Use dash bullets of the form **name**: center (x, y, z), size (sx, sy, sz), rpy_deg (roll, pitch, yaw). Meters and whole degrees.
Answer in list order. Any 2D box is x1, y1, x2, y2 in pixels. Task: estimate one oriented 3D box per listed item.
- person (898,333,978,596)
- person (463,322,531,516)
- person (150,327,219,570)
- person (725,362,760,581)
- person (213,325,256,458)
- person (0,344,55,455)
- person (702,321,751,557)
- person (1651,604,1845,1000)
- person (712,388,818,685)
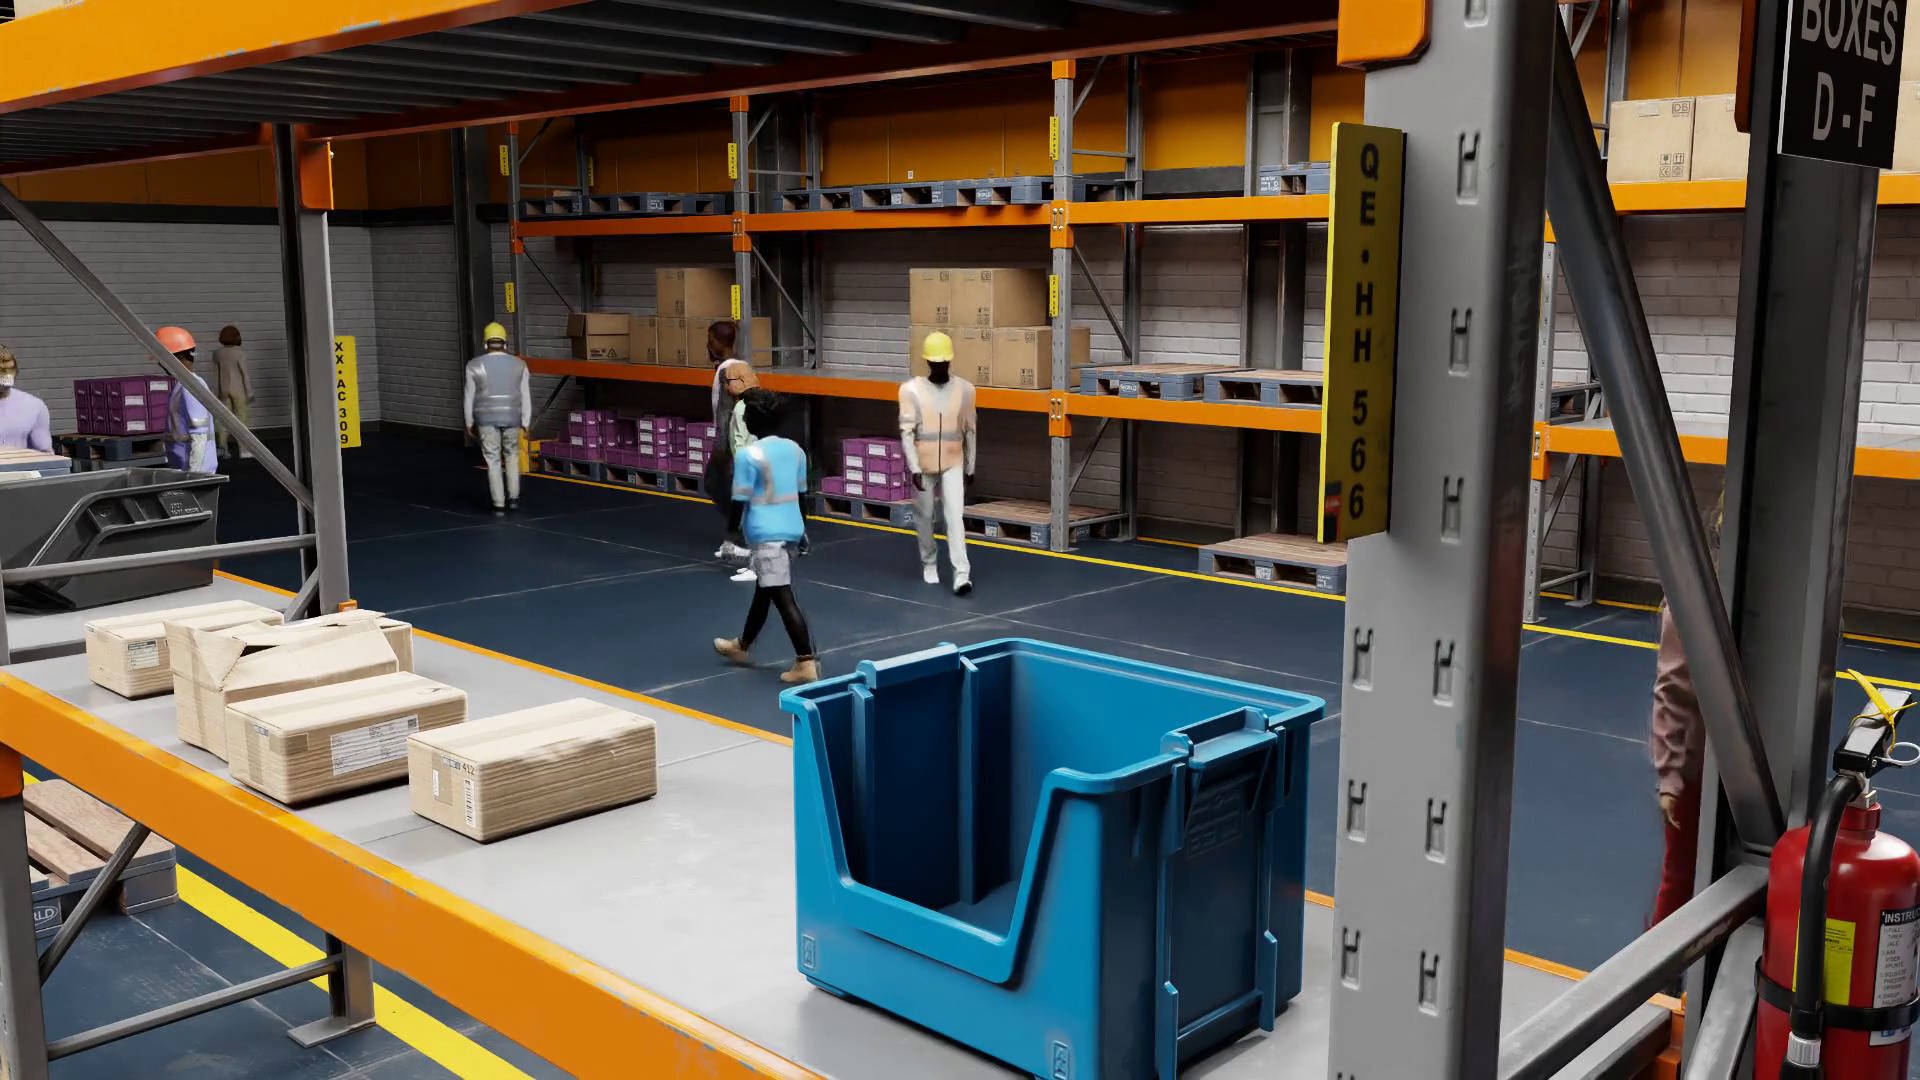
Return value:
- **person**: center (-0.149, -0.548, 11.918), size (0.582, 1.861, 1.038), rpy_deg (-1, 9, -8)
- **person**: center (-4.395, -1.143, 15.734), size (0.596, 1.813, 0.613), rpy_deg (-5, 11, -28)
- **person**: center (-5.237, -0.477, 11.283), size (0.369, 1.929, 0.542), rpy_deg (-5, 11, -28)
- **person**: center (-1.596, -0.509, 12.417), size (0.288, 1.626, 0.498), rpy_deg (0, 9, 3)
- **person**: center (-8.869, -1.800, 20.312), size (0.517, 1.635, 0.322), rpy_deg (3, 10, 20)
- **person**: center (-5.746, -0.239, 9.983), size (1.071, 1.868, 0.642), rpy_deg (6, 11, 33)
- **person**: center (-1.860, -0.796, 13.331), size (0.460, 1.902, 0.592), rpy_deg (-1, 9, -9)
- **person**: center (2.255, 0.685, 4.799), size (0.532, 1.723, 0.878), rpy_deg (2, 9, 9)
- **person**: center (-1.108, -0.029, 9.377), size (0.886, 1.642, 0.545), rpy_deg (5, 11, 30)
